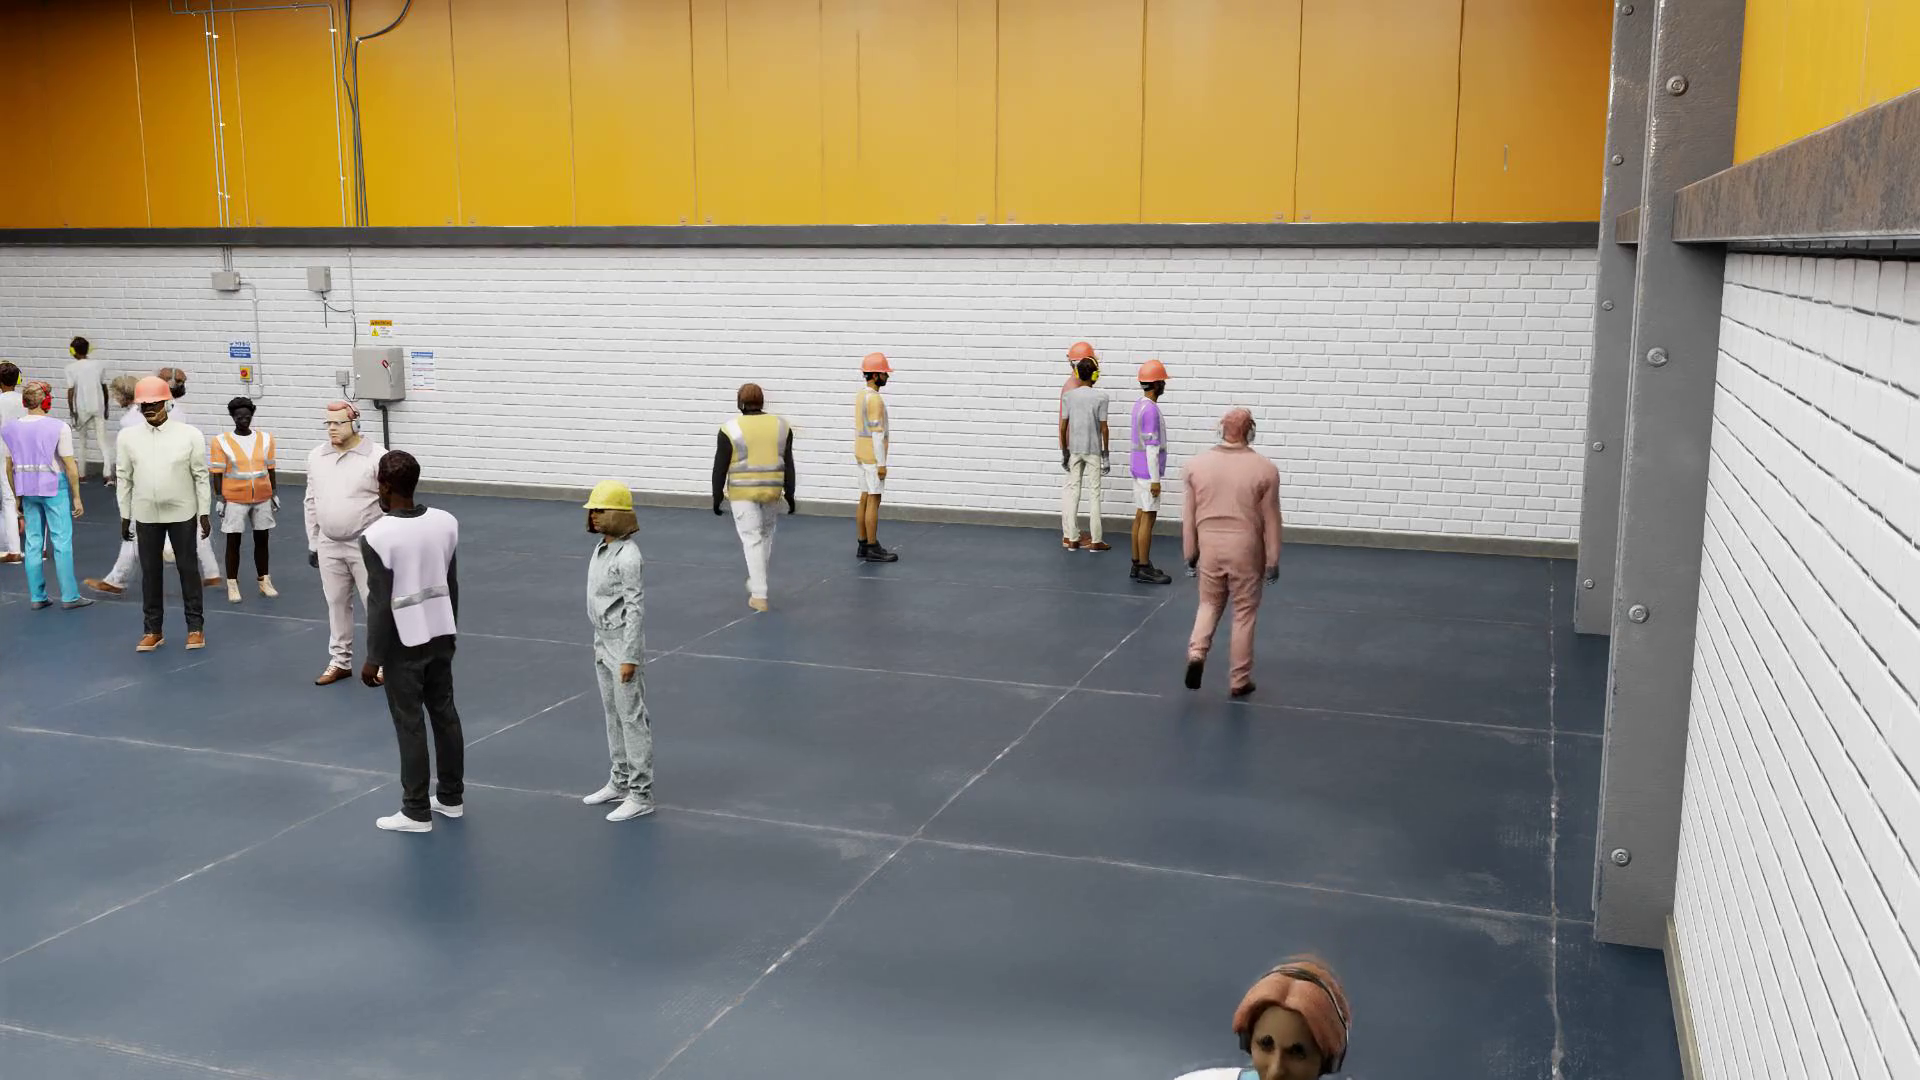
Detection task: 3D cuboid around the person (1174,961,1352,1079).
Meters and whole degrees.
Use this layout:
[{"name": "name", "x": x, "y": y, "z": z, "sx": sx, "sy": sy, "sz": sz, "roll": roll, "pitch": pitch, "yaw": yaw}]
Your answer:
[{"name": "person", "x": 0.622, "y": 1.560, "z": 3.241, "sx": 0.520, "sy": 1.615, "sz": 0.745, "roll": 5, "pitch": 11, "yaw": 28}]

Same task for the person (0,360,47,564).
[{"name": "person", "x": -8.711, "y": -0.716, "z": 15.333, "sx": 0.321, "sy": 1.871, "sz": 0.532, "roll": 9, "pitch": 13, "yaw": 41}]

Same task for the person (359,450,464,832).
[{"name": "person", "x": -2.726, "y": 0.507, "z": 8.313, "sx": 0.391, "sy": 1.918, "sz": 0.587, "roll": 5, "pitch": 11, "yaw": 27}]

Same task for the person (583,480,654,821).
[{"name": "person", "x": -1.768, "y": 0.556, "z": 8.522, "sx": 0.285, "sy": 1.746, "sz": 0.491, "roll": -6, "pitch": 12, "yaw": -31}]

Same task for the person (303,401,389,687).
[{"name": "person", "x": -4.052, "y": 0.027, "z": 11.047, "sx": 0.648, "sy": 1.907, "sz": 0.409, "roll": 1, "pitch": 10, "yaw": 8}]

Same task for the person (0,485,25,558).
[{"name": "person", "x": -9.115, "y": -0.630, "z": 15.295, "sx": 0.824, "sy": 1.738, "sz": 0.551, "roll": -9, "pitch": 14, "yaw": -43}]

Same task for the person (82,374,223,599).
[{"name": "person", "x": -6.738, "y": -0.449, "z": 13.849, "sx": 1.071, "sy": 1.861, "sz": 0.703, "roll": 0, "pitch": 10, "yaw": -2}]

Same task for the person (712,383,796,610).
[{"name": "person", "x": -1.724, "y": -0.372, "z": 13.543, "sx": 0.661, "sy": 1.811, "sz": 0.833, "roll": -5, "pitch": 11, "yaw": -28}]

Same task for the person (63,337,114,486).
[{"name": "person", "x": -10.602, "y": -1.563, "z": 20.251, "sx": 0.527, "sy": 1.827, "sz": 0.942, "roll": -8, "pitch": 13, "yaw": -39}]

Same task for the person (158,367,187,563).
[{"name": "person", "x": -7.364, "y": -0.684, "z": 15.338, "sx": 0.570, "sy": 1.803, "sz": 0.644, "roll": -1, "pitch": 10, "yaw": -8}]

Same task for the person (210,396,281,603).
[{"name": "person", "x": -5.865, "y": -0.337, "z": 13.680, "sx": 0.540, "sy": 1.697, "sz": 0.317, "roll": -9, "pitch": 14, "yaw": -42}]

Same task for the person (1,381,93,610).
[{"name": "person", "x": -7.323, "y": -0.346, "z": 13.318, "sx": 0.565, "sy": 1.846, "sz": 0.359, "roll": 0, "pitch": 10, "yaw": 2}]

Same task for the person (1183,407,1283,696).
[{"name": "person", "x": 1.741, "y": 0.093, "z": 10.725, "sx": 0.659, "sy": 1.893, "sz": 0.505, "roll": 6, "pitch": 12, "yaw": 29}]

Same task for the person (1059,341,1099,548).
[{"name": "person", "x": 1.152, "y": -0.928, "z": 16.174, "sx": 0.383, "sy": 1.996, "sz": 0.609, "roll": 1, "pitch": 10, "yaw": 8}]

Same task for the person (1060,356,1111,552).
[{"name": "person", "x": 1.202, "y": -0.818, "z": 15.906, "sx": 0.515, "sy": 1.872, "sz": 0.333, "roll": 5, "pitch": 11, "yaw": 28}]

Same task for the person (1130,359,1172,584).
[{"name": "person", "x": 1.655, "y": -0.592, "z": 14.434, "sx": 0.344, "sy": 1.942, "sz": 0.549, "roll": -1, "pitch": 10, "yaw": -5}]

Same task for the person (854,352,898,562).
[{"name": "person", "x": -0.785, "y": -0.762, "z": 15.434, "sx": 0.380, "sy": 1.927, "sz": 0.542, "roll": -3, "pitch": 11, "yaw": -19}]

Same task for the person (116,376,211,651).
[{"name": "person", "x": -5.741, "y": -0.187, "z": 11.999, "sx": 0.623, "sy": 1.992, "sz": 0.391, "roll": -2, "pitch": 10, "yaw": -12}]
